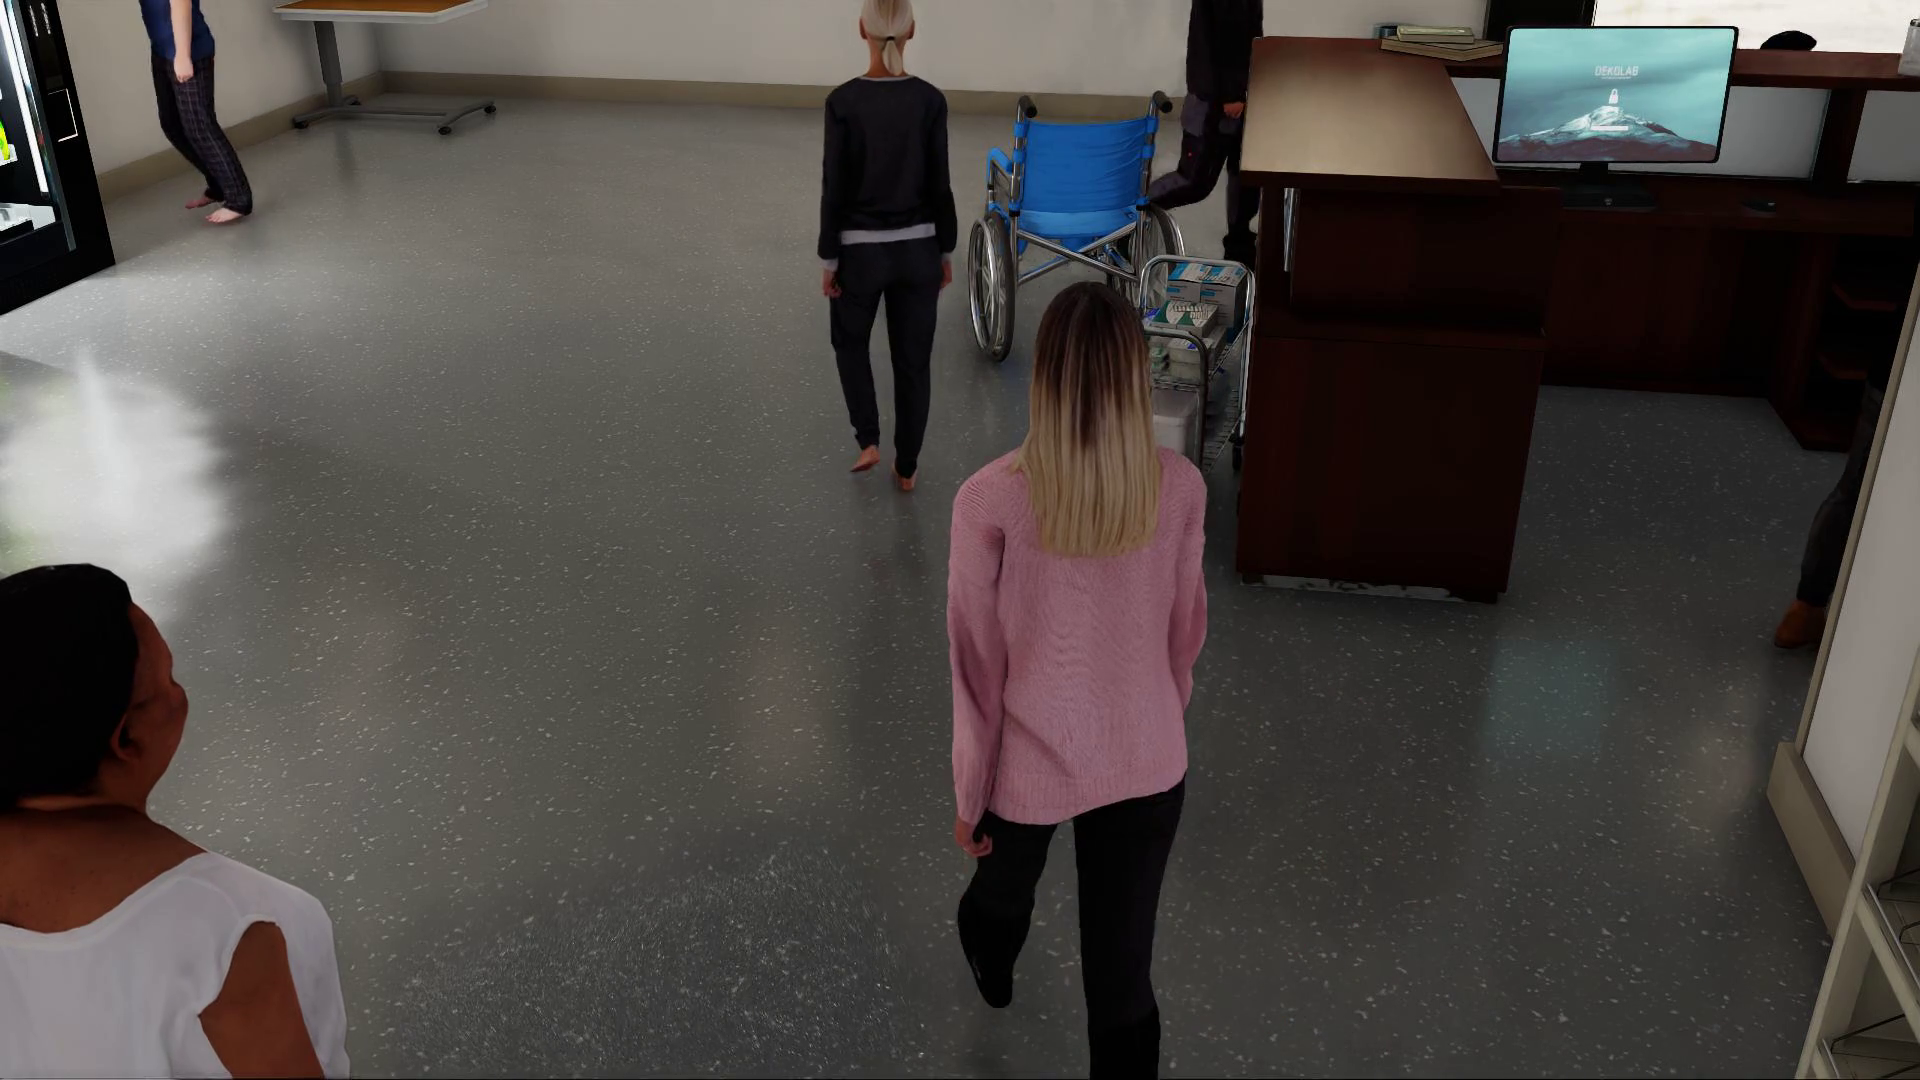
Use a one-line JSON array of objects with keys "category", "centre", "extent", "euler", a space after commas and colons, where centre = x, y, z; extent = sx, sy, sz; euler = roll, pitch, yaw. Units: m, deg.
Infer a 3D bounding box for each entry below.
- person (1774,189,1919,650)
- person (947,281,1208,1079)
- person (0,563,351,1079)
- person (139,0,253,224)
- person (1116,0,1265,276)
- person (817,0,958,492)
[{"category": "person", "centre": [2.586, -0.428, 4.516], "extent": [0.926, 1.691, 1.039], "euler": [-4, 26, -9]}, {"category": "person", "centre": [0.219, 0.443, 2.777], "extent": [0.871, 1.634, 1.194], "euler": [-4, 26, -9]}, {"category": "person", "centre": [-0.924, 0.796, 1.983], "extent": [0.668, 1.686, 0.632], "euler": [7, 27, 14]}, {"category": "person", "centre": [-4.097, -2.595, 8.852], "extent": [0.867, 1.830, 0.857], "euler": [-16, 30, -29]}, {"category": "person", "centre": [1.117, -2.105, 7.755], "extent": [0.734, 1.898, 1.094], "euler": [5, 26, 9]}, {"category": "person", "centre": [-0.238, -0.956, 5.584], "extent": [0.719, 1.715, 0.722], "euler": [-4, 26, -9]}]
